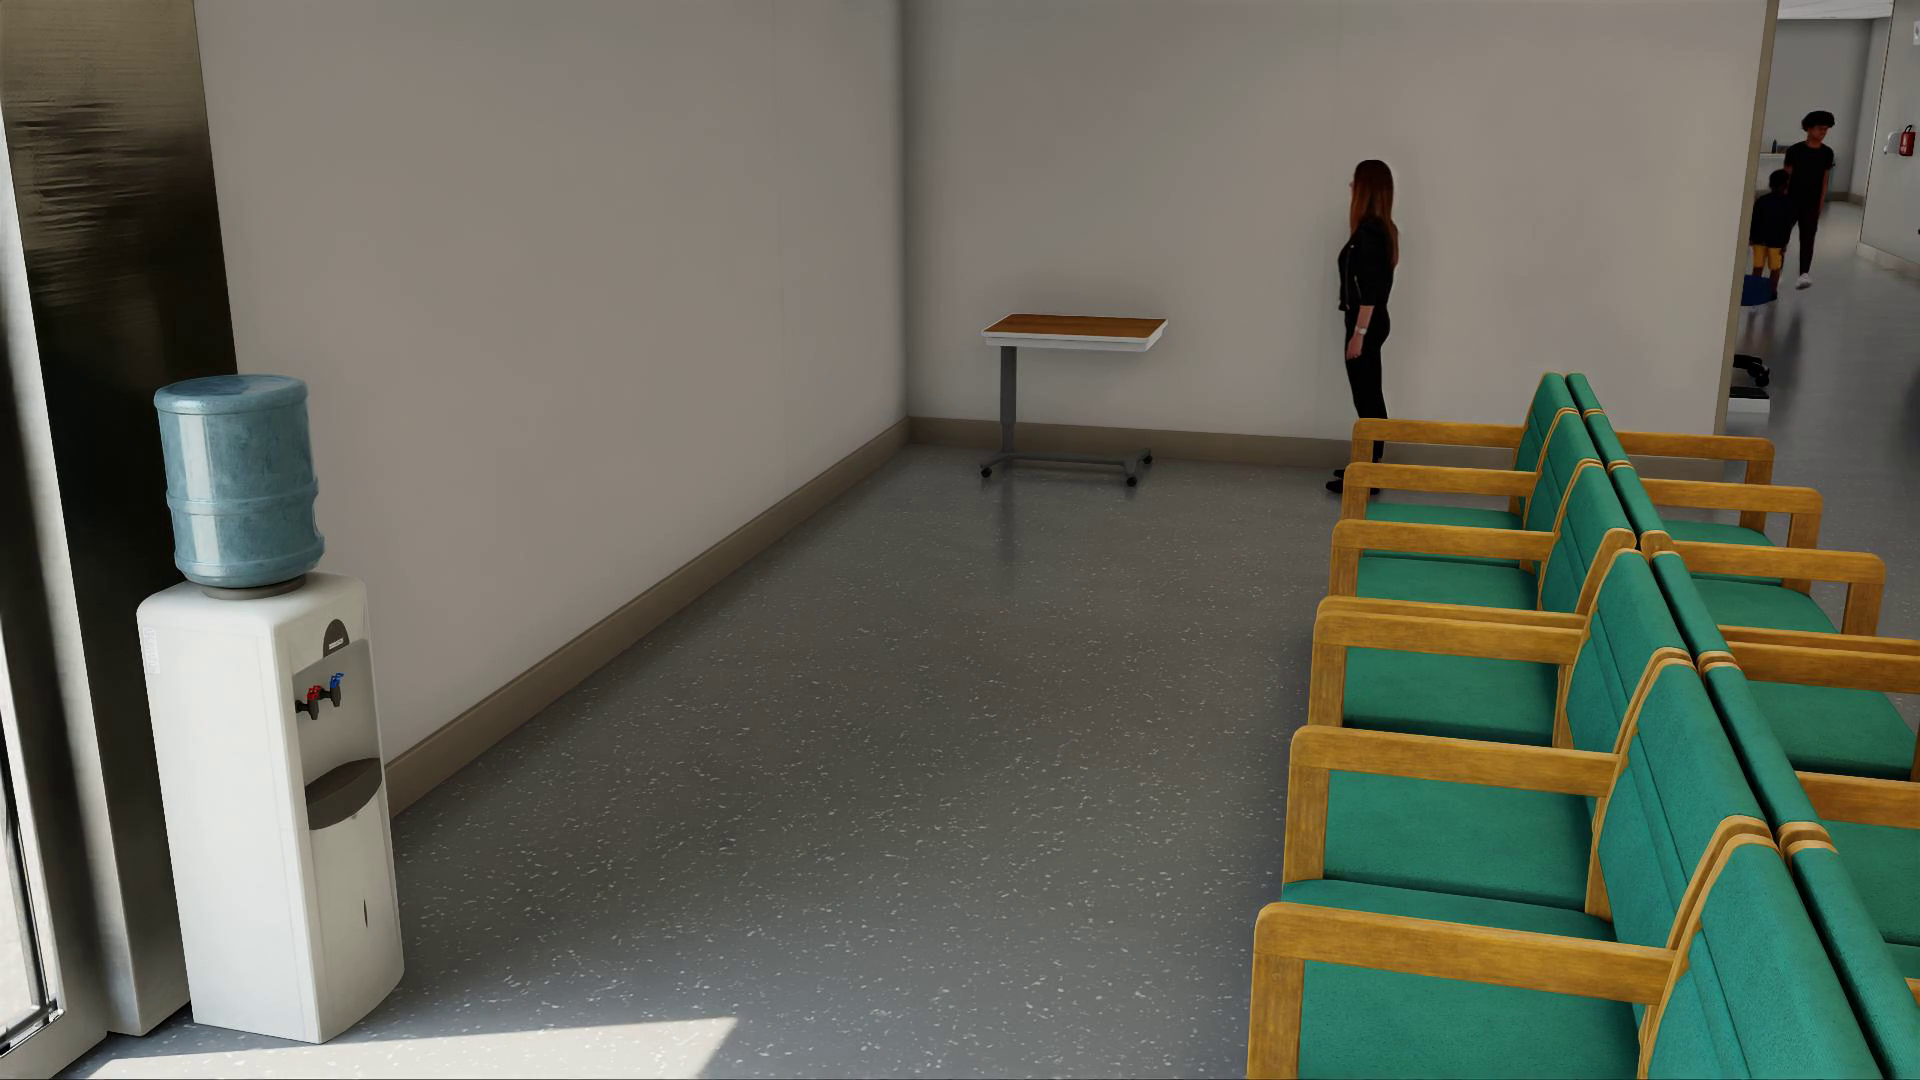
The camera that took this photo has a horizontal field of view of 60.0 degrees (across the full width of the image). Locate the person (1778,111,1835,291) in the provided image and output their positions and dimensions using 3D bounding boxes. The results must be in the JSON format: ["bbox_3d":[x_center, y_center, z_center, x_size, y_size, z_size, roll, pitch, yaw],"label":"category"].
[{"bbox_3d":[8.411,-3.386,16.706,1.063,1.732,0.678,4,16,15],"label":"person"}]

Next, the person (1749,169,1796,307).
[{"bbox_3d":[7.544,-2.804,15.529,0.770,1.251,0.730,10,18,31],"label":"person"}]

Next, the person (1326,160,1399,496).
[{"bbox_3d":[2.128,-1.103,8.646,0.563,1.711,0.633,6,17,21],"label":"person"}]
